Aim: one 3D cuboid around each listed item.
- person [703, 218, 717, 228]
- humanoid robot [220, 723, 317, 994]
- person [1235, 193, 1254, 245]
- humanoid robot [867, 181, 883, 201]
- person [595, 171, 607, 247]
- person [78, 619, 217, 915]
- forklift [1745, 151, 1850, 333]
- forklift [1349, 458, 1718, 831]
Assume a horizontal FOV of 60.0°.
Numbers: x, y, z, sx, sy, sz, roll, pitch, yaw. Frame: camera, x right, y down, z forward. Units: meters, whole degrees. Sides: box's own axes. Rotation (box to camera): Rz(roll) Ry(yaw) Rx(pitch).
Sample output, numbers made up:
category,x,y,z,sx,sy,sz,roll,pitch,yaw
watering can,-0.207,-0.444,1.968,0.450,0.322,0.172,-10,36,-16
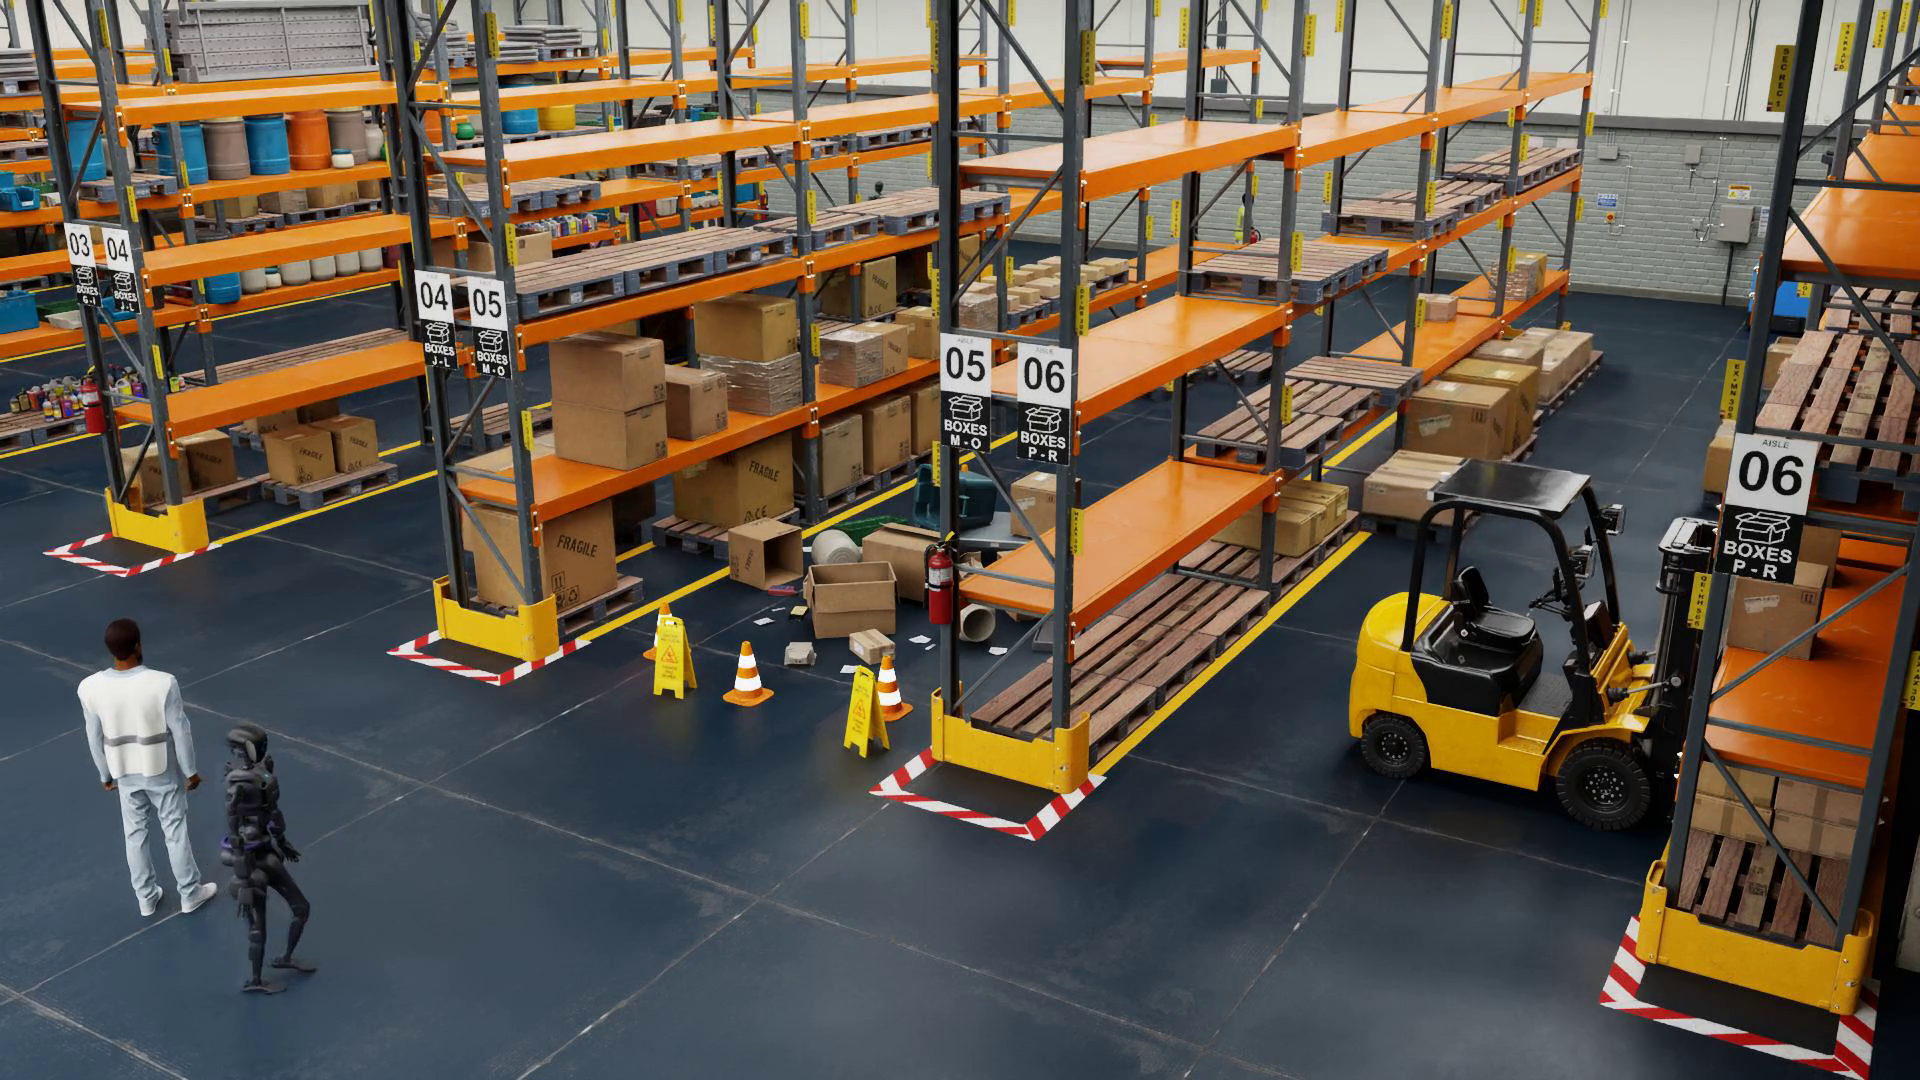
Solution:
category,x,y,z,sx,sy,sz,roll,pitch,yaw
person,-5.241,-7.063,34.864,0.489,1.687,0.347,-5,20,-14
humanoid robot,-3.904,1.787,9.303,0.458,1.641,0.610,0,19,0
person,5.192,-5.515,30.387,0.320,1.686,0.539,-1,19,-4
humanoid robot,-1.554,-6.105,32.207,0.616,1.649,0.763,-9,21,-25
person,-6.905,-6.358,32.677,0.541,1.764,0.855,8,21,23
person,-4.934,1.386,10.082,0.588,1.922,0.393,-1,19,-4
forklift,13.620,-4.667,26.137,1.873,2.768,1.129,11,22,29
forklift,3.988,0.658,11.776,2.313,2.155,1.214,11,22,29
